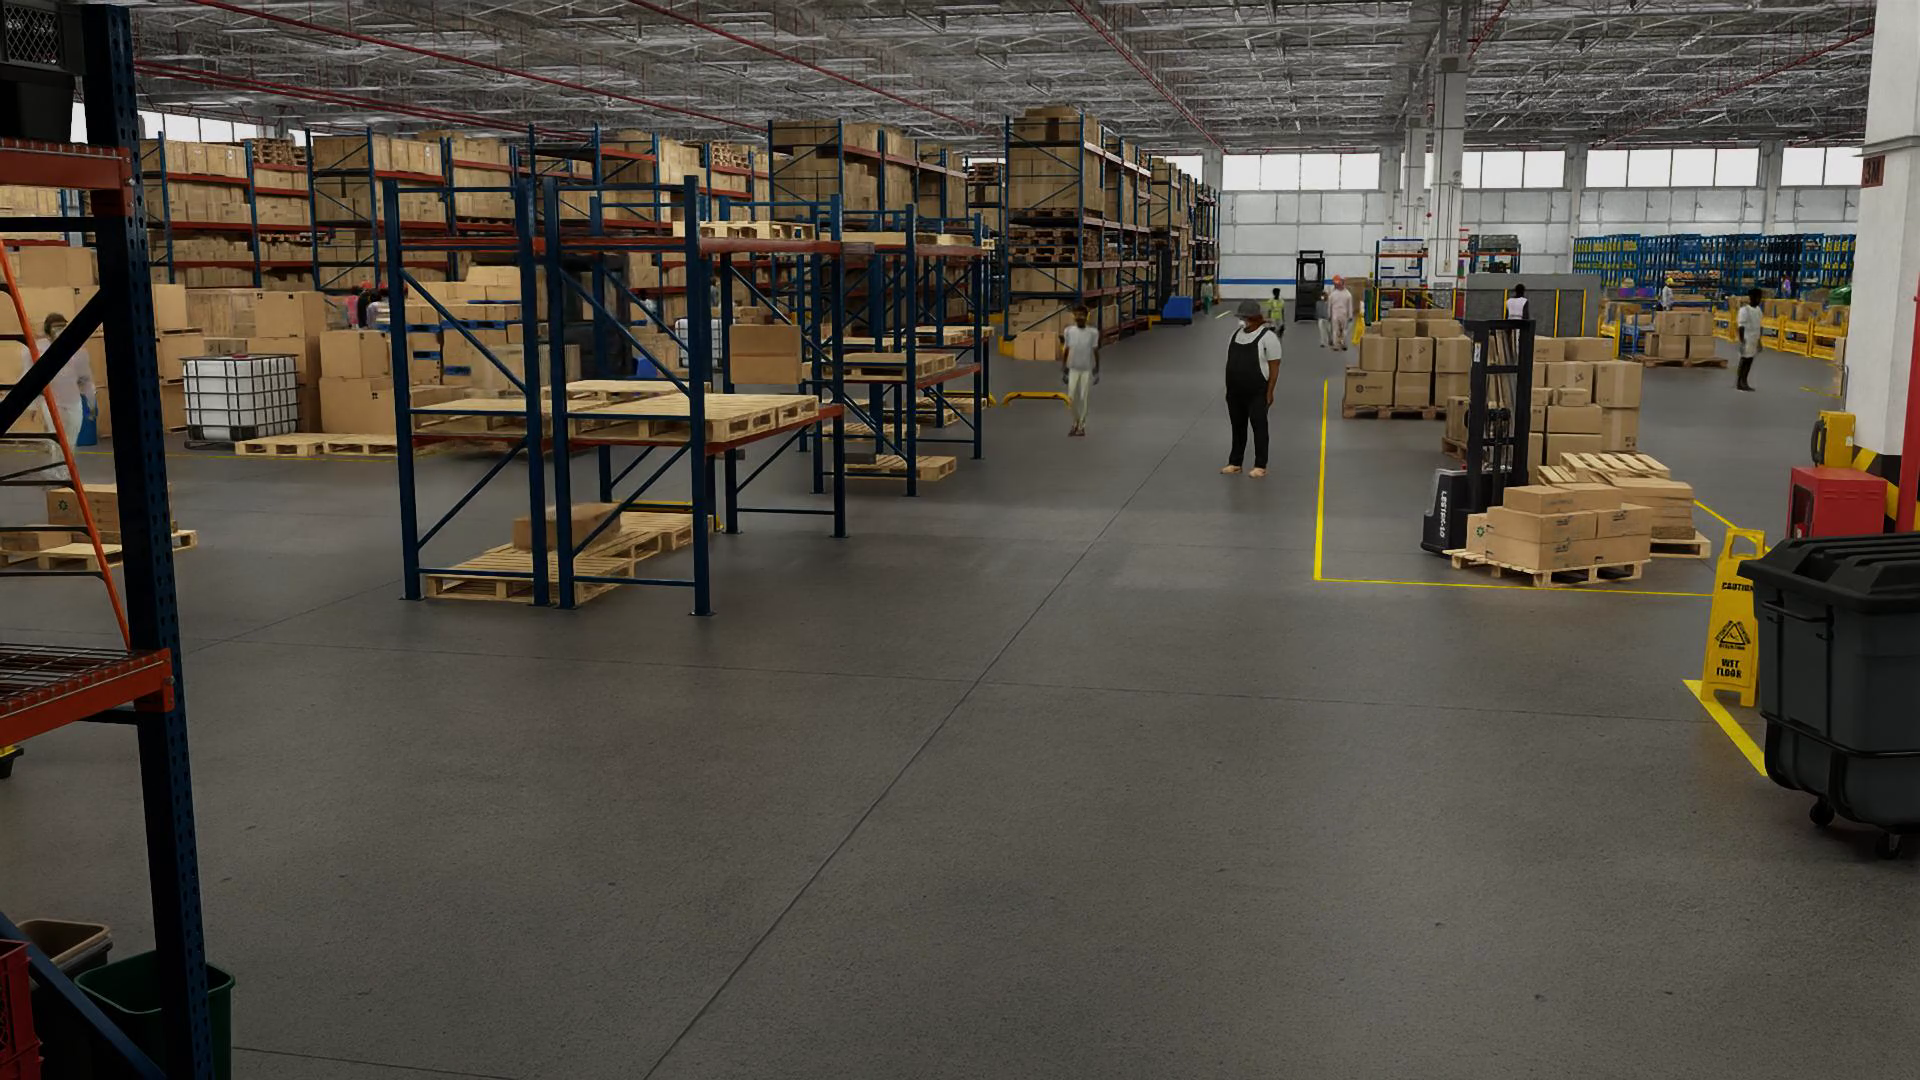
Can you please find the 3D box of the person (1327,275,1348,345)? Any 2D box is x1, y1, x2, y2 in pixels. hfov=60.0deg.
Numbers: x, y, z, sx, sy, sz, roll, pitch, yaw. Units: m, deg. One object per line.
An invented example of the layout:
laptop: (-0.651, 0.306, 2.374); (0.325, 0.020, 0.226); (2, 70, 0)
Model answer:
person: (10.919, -6.658, 48.177); (0.619, 2.024, 0.681); (4, 10, 22)

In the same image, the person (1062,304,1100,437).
person: (1.677, -2.342, 23.117); (0.554, 1.847, 0.670); (2, 10, 10)

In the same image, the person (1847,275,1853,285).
person: (38.331, -10.475, 71.372); (0.529, 1.814, 0.604); (-3, 10, -17)

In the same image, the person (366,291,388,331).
person: (-12.316, -4.321, 34.950); (0.847, 1.809, 0.660); (5, 11, 26)

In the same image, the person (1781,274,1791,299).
person: (35.799, -10.613, 72.121); (0.570, 1.840, 0.372); (-8, 13, -40)

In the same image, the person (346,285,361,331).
person: (-15.082, -5.460, 41.652); (0.645, 1.823, 0.456); (5, 11, 28)

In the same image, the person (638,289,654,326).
person: (-8.600, -5.968, 45.077); (0.547, 1.671, 0.557); (4, 10, 22)

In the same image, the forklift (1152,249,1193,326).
forklift: (7.646, -9.320, 61.395); (1.873, 2.768, 1.129); (2, 10, 11)

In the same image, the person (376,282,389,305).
person: (-13.912, -5.261, 40.221); (0.529, 1.920, 0.548); (-7, 12, -36)

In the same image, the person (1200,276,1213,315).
person: (10.988, -10.883, 74.020); (0.539, 1.733, 0.713); (2, 10, 14)

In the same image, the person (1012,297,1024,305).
person: (2.045, -8.360, 59.008); (0.526, 1.768, 0.331); (9, 13, 44)

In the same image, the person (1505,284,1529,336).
person: (12.579, -4.820, 37.589); (0.399, 1.920, 0.590); (-6, 12, -34)

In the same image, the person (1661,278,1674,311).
person: (24.692, -8.223, 58.048); (0.403, 1.817, 0.604); (8, 12, 38)

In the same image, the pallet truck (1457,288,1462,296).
pallet truck: (20.506, -9.785, 68.819); (0.653, 1.274, 1.630); (2, 10, 12)

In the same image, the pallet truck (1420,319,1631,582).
pallet truck: (4.543, -0.757, 13.299); (0.823, 1.965, 1.885); (-4, 10, -22)

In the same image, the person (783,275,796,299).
person: (-7.505, -10.860, 73.647); (0.602, 1.812, 0.839); (3, 10, 15)

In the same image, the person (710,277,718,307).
person: (-7.543, -7.060, 50.795); (0.372, 1.940, 0.627); (-7, 12, -34)

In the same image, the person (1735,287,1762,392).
person: (14.804, -3.758, 31.171); (0.612, 1.963, 0.361); (-7, 12, -35)

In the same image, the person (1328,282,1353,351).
person: (10.347, -6.082, 45.232); (0.656, 1.860, 0.910); (3, 10, 17)

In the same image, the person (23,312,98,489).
person: (-9.258, -1.386, 17.243); (0.671, 1.920, 0.653); (7, 12, 36)

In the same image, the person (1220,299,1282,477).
person: (3.273, -1.732, 18.945); (0.535, 2.000, 0.684); (-9, 13, -43)

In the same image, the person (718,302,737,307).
person: (-5.922, -5.503, 42.464); (0.515, 1.638, 0.315); (-5, 11, -27)

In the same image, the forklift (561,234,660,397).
forklift: (-5.058, -2.903, 23.396); (1.129, 2.768, 1.873); (2, 10, 12)

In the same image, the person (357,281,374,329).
person: (-13.271, -4.791, 37.222); (0.392, 1.986, 0.609); (-6, 11, -31)

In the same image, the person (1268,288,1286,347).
person: (8.850, -6.195, 46.434); (0.552, 1.675, 0.532); (-3, 10, -17)

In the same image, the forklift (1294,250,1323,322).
forklift: (13.778, -10.002, 65.433); (1.129, 2.768, 1.873); (2, 10, 12)

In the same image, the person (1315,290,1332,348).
person: (10.206, -6.182, 46.541); (0.535, 1.615, 0.437); (5, 11, 29)
